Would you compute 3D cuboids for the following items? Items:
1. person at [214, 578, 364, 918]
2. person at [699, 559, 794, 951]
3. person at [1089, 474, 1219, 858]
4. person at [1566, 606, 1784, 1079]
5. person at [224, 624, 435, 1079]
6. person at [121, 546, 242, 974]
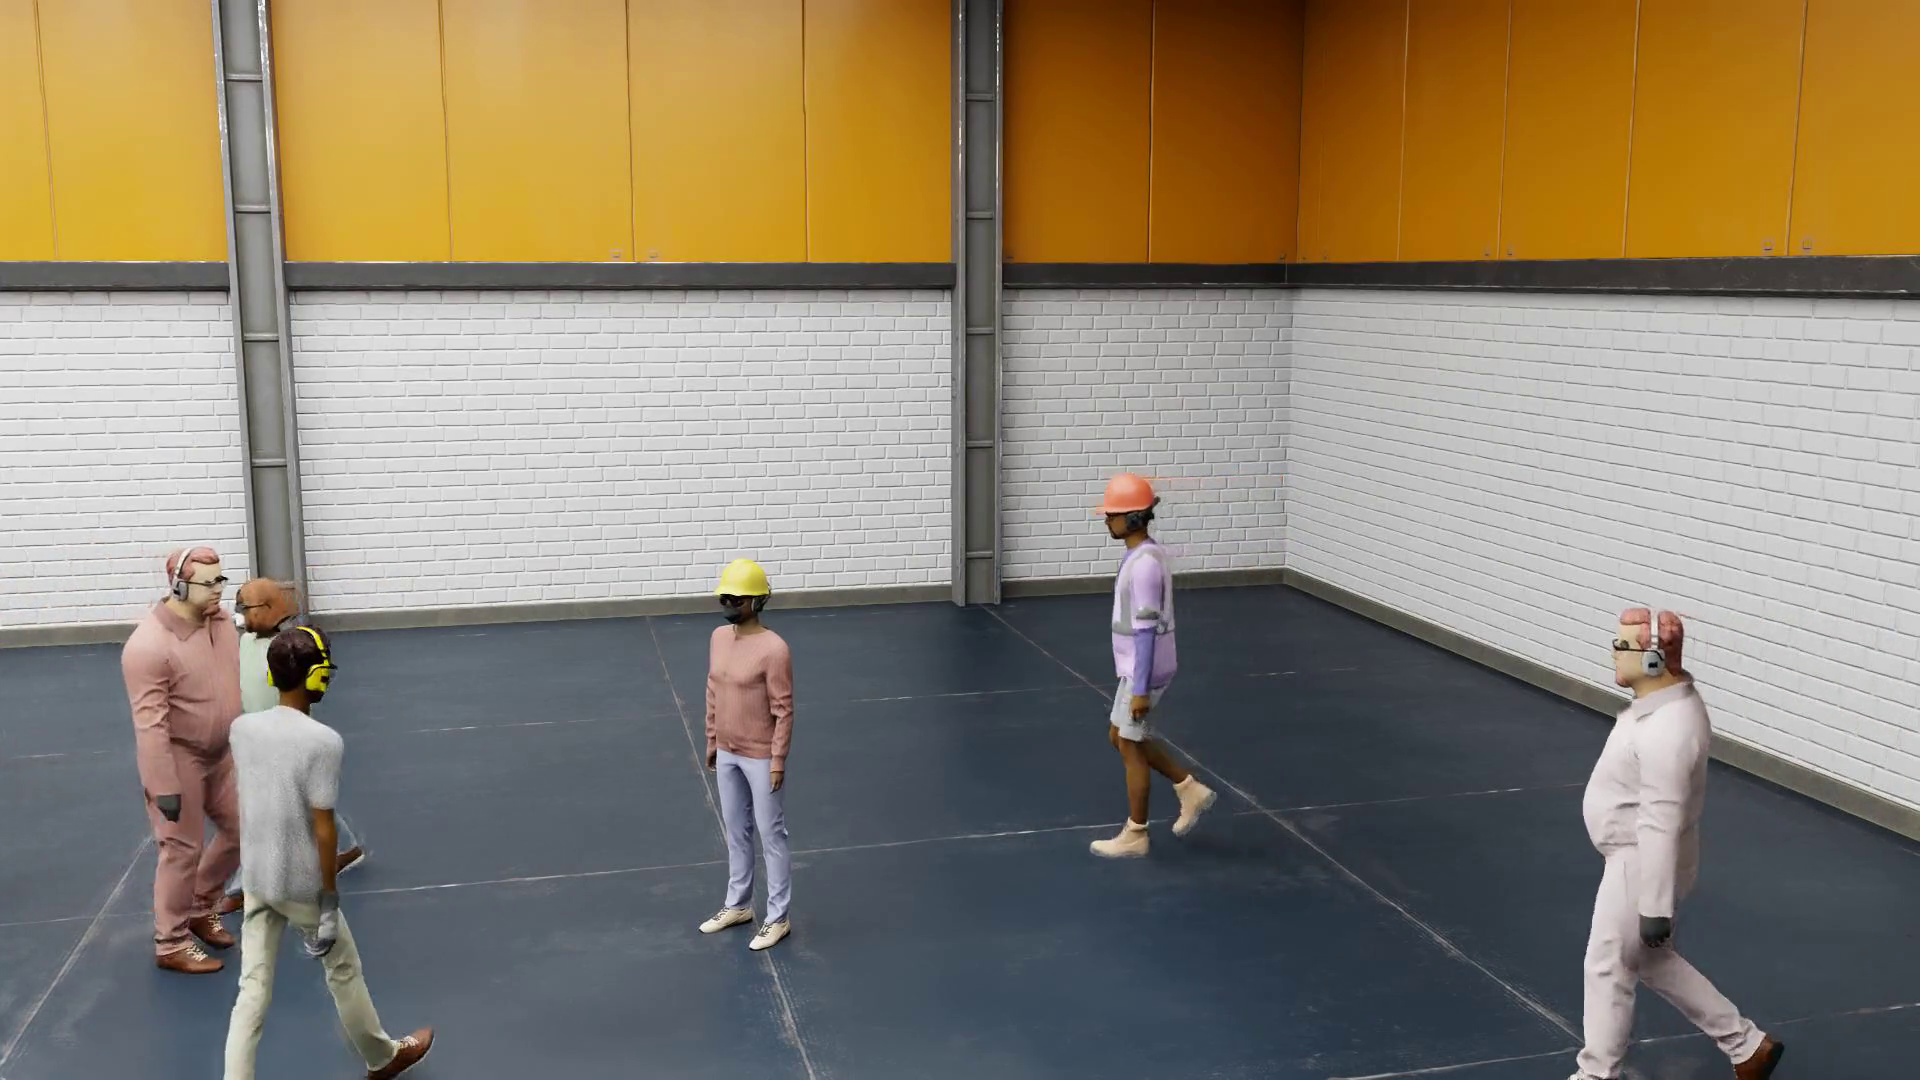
[{"bbox_3d":[-3.306,0.956,8.077,0.858,1.592,0.518,-9,13,-44],"label":"person"},{"bbox_3d":[-0.965,0.956,7.519,0.527,1.772,0.305,8,12,40],"label":"person"},{"bbox_3d":[0.983,0.664,8.585,0.612,2.025,0.602,0,9,3],"label":"person"},{"bbox_3d":[2.489,1.161,5.874,0.752,1.885,0.649,5,10,27],"label":"person"},{"bbox_3d":[-2.318,1.200,5.865,0.551,1.806,0.974,3,10,18],"label":"person"},{"bbox_3d":[-3.315,0.950,7.212,0.453,1.882,0.717,1,9,9],"label":"person"}]
